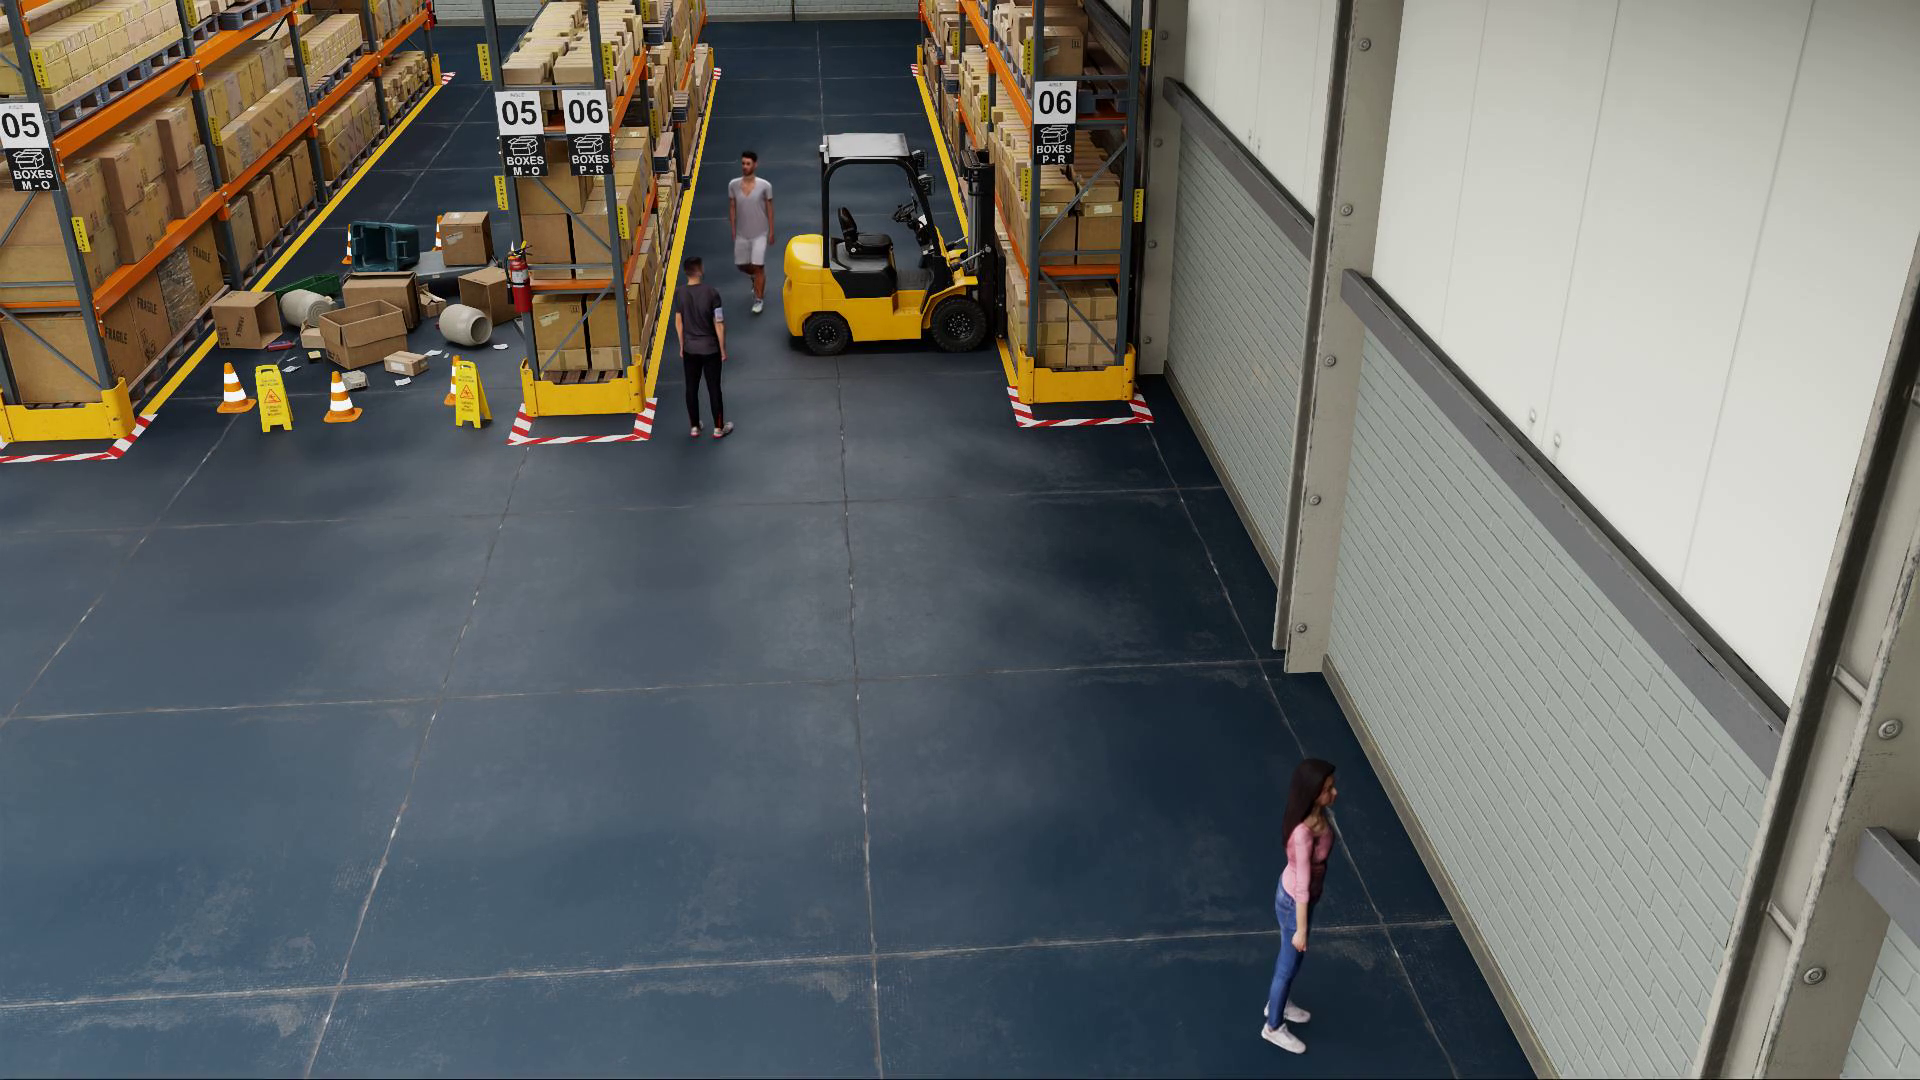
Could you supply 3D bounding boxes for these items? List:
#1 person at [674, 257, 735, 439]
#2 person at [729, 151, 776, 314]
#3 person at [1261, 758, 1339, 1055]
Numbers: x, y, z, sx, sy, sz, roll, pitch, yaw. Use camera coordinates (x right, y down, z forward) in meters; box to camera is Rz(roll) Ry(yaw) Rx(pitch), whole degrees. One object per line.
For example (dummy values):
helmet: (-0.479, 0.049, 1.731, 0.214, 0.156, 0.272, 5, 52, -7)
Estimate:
person: (-2.465, -1.826, 15.810, 0.694, 1.762, 0.653, 6, 28, 11)
person: (-2.356, -3.566, 19.103, 0.820, 1.841, 1.011, 4, 28, 8)
person: (1.773, 1.870, 8.655, 0.707, 1.742, 0.576, 10, 29, 19)
